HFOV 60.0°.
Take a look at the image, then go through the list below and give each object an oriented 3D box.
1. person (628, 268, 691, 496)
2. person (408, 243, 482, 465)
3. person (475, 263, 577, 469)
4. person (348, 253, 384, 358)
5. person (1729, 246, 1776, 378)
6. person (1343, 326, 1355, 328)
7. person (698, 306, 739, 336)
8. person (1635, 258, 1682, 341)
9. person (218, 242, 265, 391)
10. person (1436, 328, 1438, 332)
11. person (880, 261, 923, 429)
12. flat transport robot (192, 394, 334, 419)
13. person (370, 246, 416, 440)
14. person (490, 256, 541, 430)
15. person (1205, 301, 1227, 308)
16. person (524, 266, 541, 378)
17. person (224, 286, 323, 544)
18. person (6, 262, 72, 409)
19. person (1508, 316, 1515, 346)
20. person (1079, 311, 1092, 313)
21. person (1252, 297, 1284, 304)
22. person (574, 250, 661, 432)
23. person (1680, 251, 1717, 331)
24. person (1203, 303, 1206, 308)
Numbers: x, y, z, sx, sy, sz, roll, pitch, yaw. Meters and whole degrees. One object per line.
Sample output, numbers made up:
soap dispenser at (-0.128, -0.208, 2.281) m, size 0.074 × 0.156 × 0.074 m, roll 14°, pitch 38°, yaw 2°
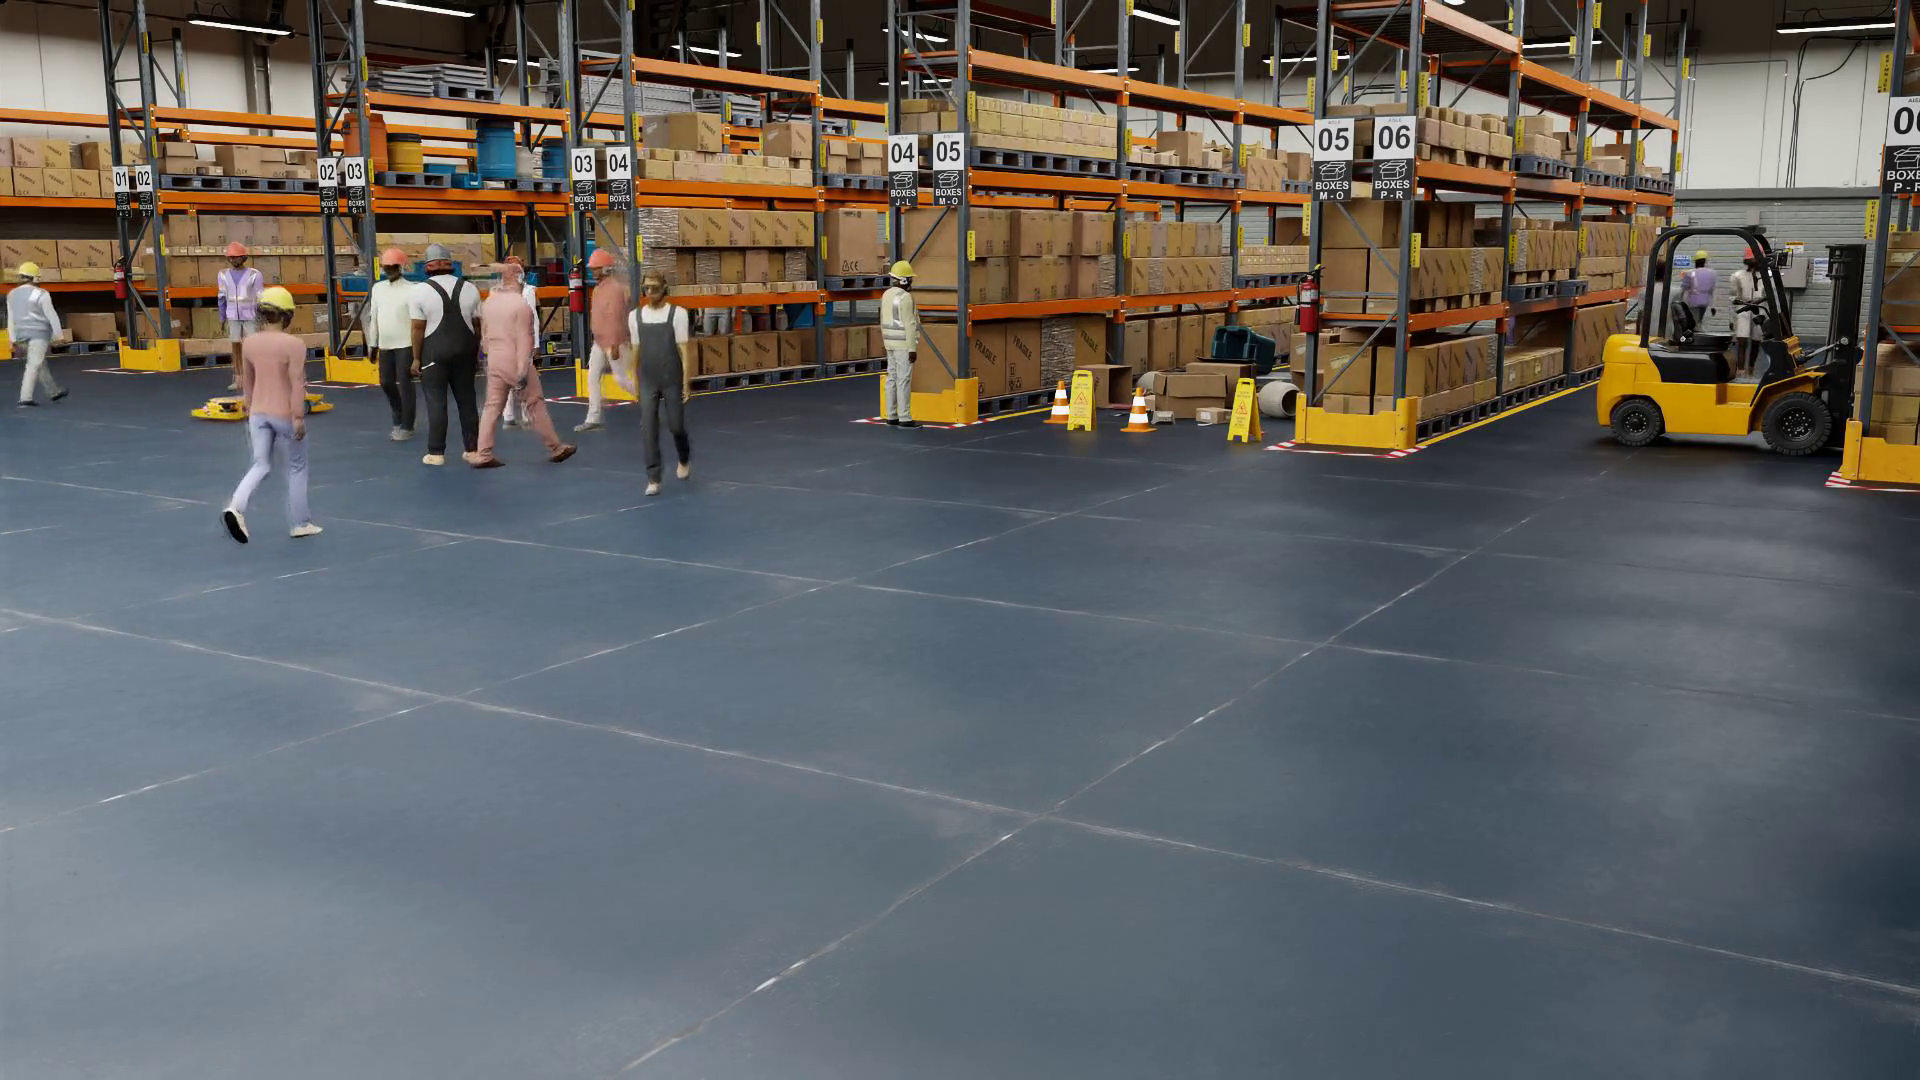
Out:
person at (-2.428, -1.299, 13.566) m, size 0.520 × 1.831 × 0.707 m, roll 1°, pitch 10°, yaw 3°
person at (-4.756, -1.716, 15.302) m, size 0.674 × 2.000 × 0.535 m, roll -8°, pitch 13°, yaw -39°
person at (-4.025, -1.583, 15.138) m, size 0.623 × 1.839 × 0.998 m, roll 7°, pitch 12°, yaw 34°
person at (-9.211, -3.541, 26.021) m, size 0.666 × 1.862 × 0.743 m, roll -2°, pitch 10°, yaw -11°
person at (11.367, -3.234, 23.912) m, size 0.614 × 2.014 × 0.974 m, roll 4°, pitch 11°, yaw 23°
person at (5.500, -3.000, 22.782) m, size 0.545 × 1.938 × 0.362 m, roll 6°, pitch 12°, yaw 32°
person at (-3.668, -3.433, 25.248) m, size 0.630 × 1.932 × 0.357 m, roll 0°, pitch 10°, yaw -1°
person at (8.164, -2.365, 19.467) m, size 0.529 × 1.852 × 0.635 m, roll 5°, pitch 11°, yaw 28°
person at (-9.829, -3.046, 22.748) m, size 0.615 × 2.038 × 0.395 m, roll -1°, pitch 10°, yaw -3°
person at (8.833, -4.358, 31.251) m, size 0.524 × 1.630 × 0.317 m, roll -5°, pitch 11°, yaw -27°
person at (-0.633, -2.126, 18.180) m, size 0.404 × 1.830 × 0.602 m, roll -6°, pitch 12°, yaw -30°
flat transport robot at (-8.184, -1.590, 19.553) m, size 0.652 × 0.197 × 1.431 m, roll 6°, pitch 12°, yaw 32°
person at (-5.826, -2.031, 17.237) m, size 0.624 × 2.002 × 0.477 m, roll 3°, pitch 11°, yaw 19°
person at (-4.827, -2.141, 18.121) m, size 0.584 × 1.882 × 0.339 m, roll 4°, pitch 11°, yaw 21°
person at (4.878, -4.438, 31.705) m, size 0.375 × 1.621 × 0.531 m, roll -9°, pitch 14°, yaw -42°
person at (-6.550, -3.267, 24.947) m, size 0.529 × 1.697 × 0.321 m, roll -1°, pitch 10°, yaw -6°
person at (-4.672, -0.837, 11.224) m, size 0.531 × 1.740 × 0.753 m, roll 3°, pitch 11°, yaw 16°
person at (-11.387, -2.528, 20.572) m, size 0.598 × 1.779 × 0.943 m, roll 3°, pitch 11°, yaw 18°
person at (10.048, -4.219, 29.780) m, size 0.648 × 1.880 × 0.866 m, roll 3°, pitch 11°, yaw 17°
person at (1.640, -3.338, 24.729) m, size 0.560 × 1.911 × 0.657 m, roll 6°, pitch 12°, yaw 30°
person at (5.872, -4.568, 31.660) m, size 0.593 × 1.904 × 0.443 m, roll 8°, pitch 13°, yaw 37°
person at (-3.728, -2.156, 18.024) m, size 0.908 × 1.968 × 0.616 m, roll -9°, pitch 13°, yaw -40°
person at (13.220, -4.249, 29.948) m, size 0.593 × 1.868 × 0.995 m, roll -1°, pitch 10°, yaw -8°
person at (5.502, -5.416, 36.342) m, size 0.523 × 1.927 × 0.560 m, roll 6°, pitch 12°, yaw 32°
